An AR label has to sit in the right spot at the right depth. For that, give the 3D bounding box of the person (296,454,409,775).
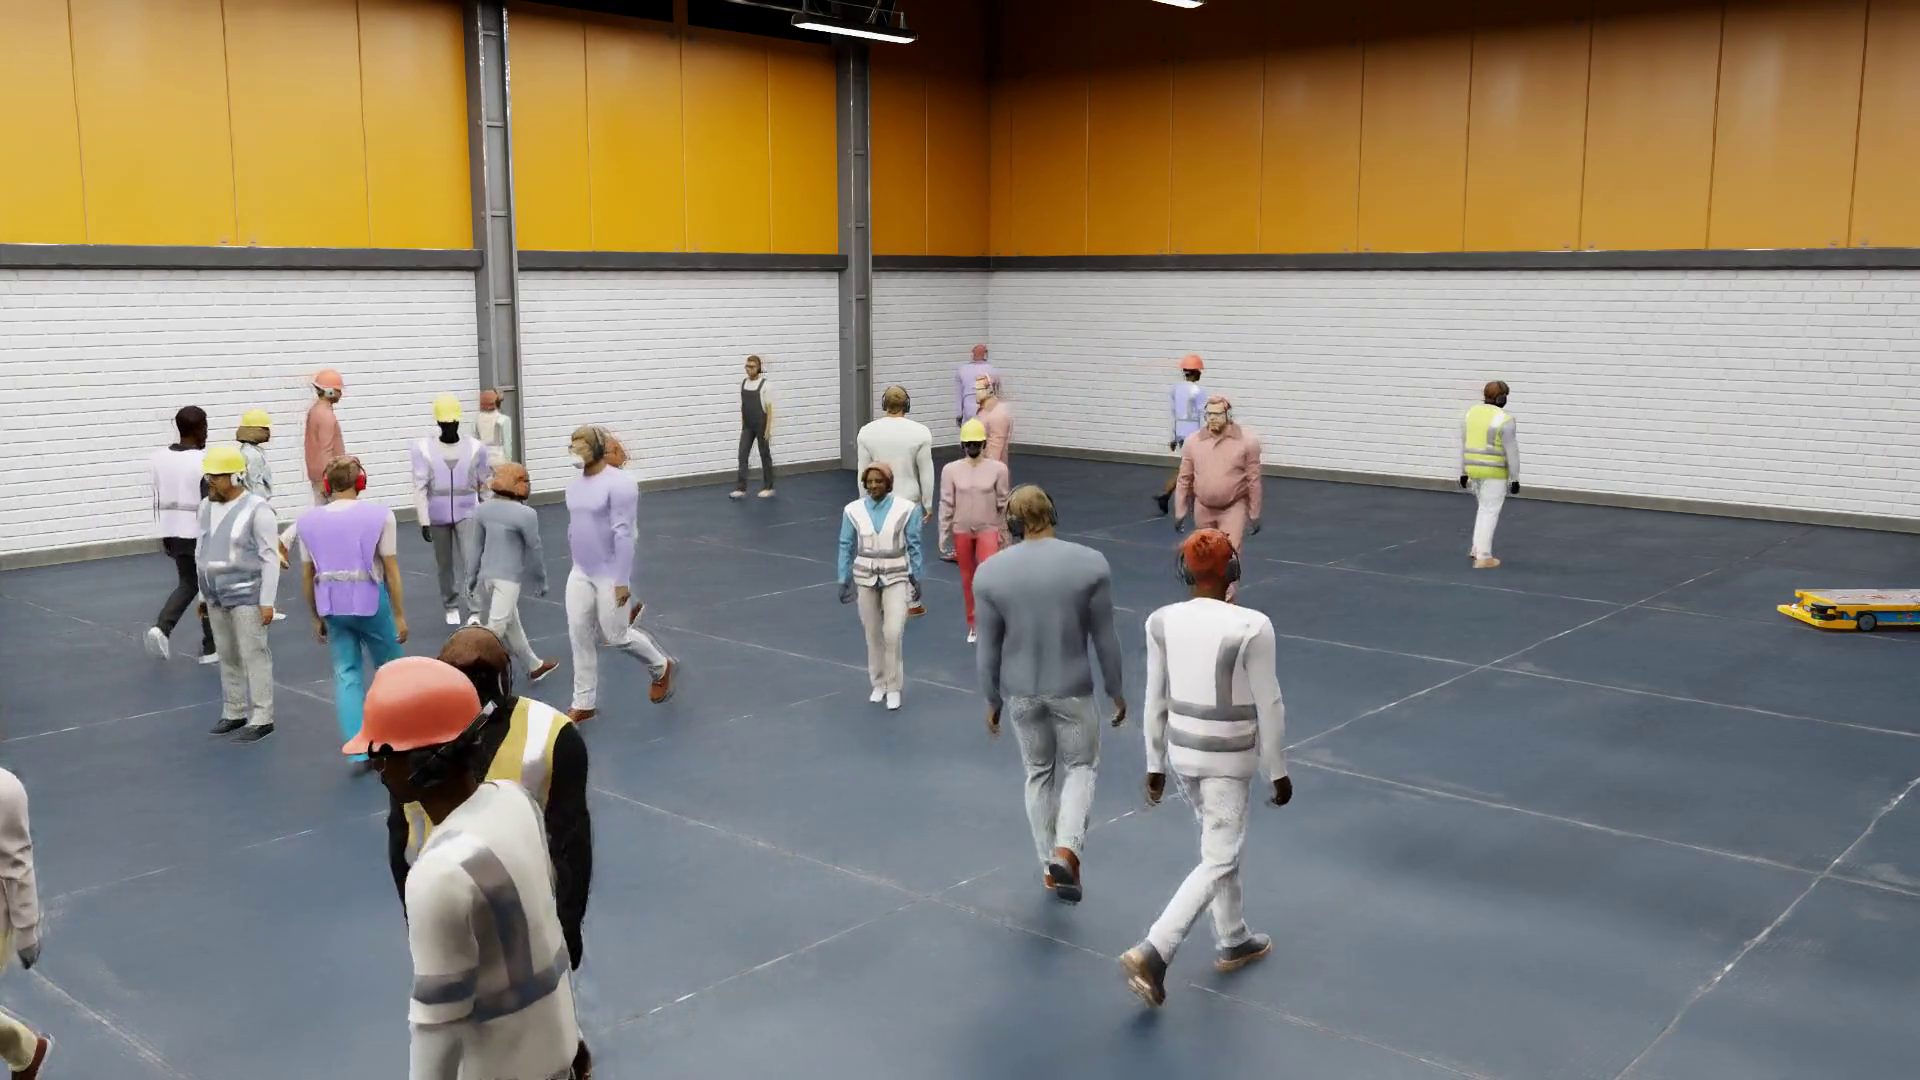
[{"bbox_3d":[-3.436,0.424,9.477,0.599,1.818,0.481,0,9,-1],"label":"person"}]

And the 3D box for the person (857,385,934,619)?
[{"bbox_3d":[-0.524,-0.310,13.724,0.635,1.938,0.359,1,9,8],"label":"person"}]

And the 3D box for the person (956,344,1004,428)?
[{"bbox_3d":[0.300,-1.778,23.123,0.673,1.893,0.583,5,10,27],"label":"person"}]

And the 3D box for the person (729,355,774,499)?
[{"bbox_3d":[-2.630,-1.407,20.979,0.536,1.815,0.850,5,10,28],"label":"person"}]

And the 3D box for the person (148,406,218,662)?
[{"bbox_3d":[-5.587,-0.021,12.039,0.607,1.896,0.594,3,10,20],"label":"person"}]

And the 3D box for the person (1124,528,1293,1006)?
[{"bbox_3d":[0.948,0.879,6.552,0.894,1.850,0.586,-8,12,-42],"label":"person"}]

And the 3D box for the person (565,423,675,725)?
[{"bbox_3d":[-2.216,0.204,10.560,0.630,1.919,0.797,7,11,37],"label":"person"}]

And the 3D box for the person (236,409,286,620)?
[{"bbox_3d":[-5.786,-0.211,13.722,0.321,1.741,0.489,-6,11,-31],"label":"person"}]

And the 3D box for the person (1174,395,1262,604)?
[{"bbox_3d":[2.034,-0.212,13.313,0.680,1.869,0.890,4,10,24],"label":"person"}]

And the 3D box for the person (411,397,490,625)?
[{"bbox_3d":[-4.023,-0.193,13.190,0.598,1.869,1.000,-3,10,-19],"label":"person"}]

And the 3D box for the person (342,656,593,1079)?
[{"bbox_3d":[-1.126,1.236,3.910,1.108,1.969,0.616,0,9,-3],"label":"person"}]

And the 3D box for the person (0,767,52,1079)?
[{"bbox_3d":[-3.137,1.203,5.265,0.504,1.605,0.757,1,9,7],"label":"person"}]

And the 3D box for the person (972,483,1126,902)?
[{"bbox_3d":[0.391,0.711,7.442,0.705,1.900,0.625,1,9,8],"label":"person"}]

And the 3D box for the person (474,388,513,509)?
[{"bbox_3d":[-5.076,-0.828,17.982,0.521,1.620,0.677,5,10,28],"label":"person"}]

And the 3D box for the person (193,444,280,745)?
[{"bbox_3d":[-4.407,0.324,10.090,0.600,1.829,0.404,4,10,25],"label":"person"}]

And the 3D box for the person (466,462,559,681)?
[{"bbox_3d":[-3.031,0.274,11.177,0.521,1.581,0.916,6,11,33],"label":"person"}]

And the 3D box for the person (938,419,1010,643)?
[{"bbox_3d":[0.096,-0.039,12.620,0.542,1.735,0.716,1,9,7],"label":"person"}]

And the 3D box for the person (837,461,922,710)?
[{"bbox_3d":[-0.537,0.300,10.870,0.551,1.616,0.607,1,9,7],"label":"person"}]

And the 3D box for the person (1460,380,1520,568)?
[{"bbox_3d":[5.170,-0.637,16.136,0.517,1.822,0.650,-5,10,-28],"label":"person"}]

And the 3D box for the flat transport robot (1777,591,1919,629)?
[{"bbox_3d":[7.514,0.556,13.508,1.431,0.197,0.652,0,9,-1],"label":"flat transport robot"}]

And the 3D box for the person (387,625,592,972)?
[{"bbox_3d":[-1.442,1.141,5.103,0.632,1.799,0.946,-1,9,-6],"label":"person"}]

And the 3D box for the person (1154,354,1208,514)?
[{"bbox_3d":[2.671,-1.244,19.706,0.878,1.916,0.550,-5,10,-28],"label":"person"}]

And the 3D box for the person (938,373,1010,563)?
[{"bbox_3d":[0.147,-0.659,16.057,0.738,1.884,0.678,-3,10,-18],"label":"person"}]

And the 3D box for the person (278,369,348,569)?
[{"bbox_3d":[-6.097,-0.638,15.736,0.852,1.965,0.618,-6,11,-35],"label":"person"}]

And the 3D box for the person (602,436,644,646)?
[{"bbox_3d":[-2.618,-0.008,12.819,0.512,1.617,0.438,6,11,35],"label":"person"}]
